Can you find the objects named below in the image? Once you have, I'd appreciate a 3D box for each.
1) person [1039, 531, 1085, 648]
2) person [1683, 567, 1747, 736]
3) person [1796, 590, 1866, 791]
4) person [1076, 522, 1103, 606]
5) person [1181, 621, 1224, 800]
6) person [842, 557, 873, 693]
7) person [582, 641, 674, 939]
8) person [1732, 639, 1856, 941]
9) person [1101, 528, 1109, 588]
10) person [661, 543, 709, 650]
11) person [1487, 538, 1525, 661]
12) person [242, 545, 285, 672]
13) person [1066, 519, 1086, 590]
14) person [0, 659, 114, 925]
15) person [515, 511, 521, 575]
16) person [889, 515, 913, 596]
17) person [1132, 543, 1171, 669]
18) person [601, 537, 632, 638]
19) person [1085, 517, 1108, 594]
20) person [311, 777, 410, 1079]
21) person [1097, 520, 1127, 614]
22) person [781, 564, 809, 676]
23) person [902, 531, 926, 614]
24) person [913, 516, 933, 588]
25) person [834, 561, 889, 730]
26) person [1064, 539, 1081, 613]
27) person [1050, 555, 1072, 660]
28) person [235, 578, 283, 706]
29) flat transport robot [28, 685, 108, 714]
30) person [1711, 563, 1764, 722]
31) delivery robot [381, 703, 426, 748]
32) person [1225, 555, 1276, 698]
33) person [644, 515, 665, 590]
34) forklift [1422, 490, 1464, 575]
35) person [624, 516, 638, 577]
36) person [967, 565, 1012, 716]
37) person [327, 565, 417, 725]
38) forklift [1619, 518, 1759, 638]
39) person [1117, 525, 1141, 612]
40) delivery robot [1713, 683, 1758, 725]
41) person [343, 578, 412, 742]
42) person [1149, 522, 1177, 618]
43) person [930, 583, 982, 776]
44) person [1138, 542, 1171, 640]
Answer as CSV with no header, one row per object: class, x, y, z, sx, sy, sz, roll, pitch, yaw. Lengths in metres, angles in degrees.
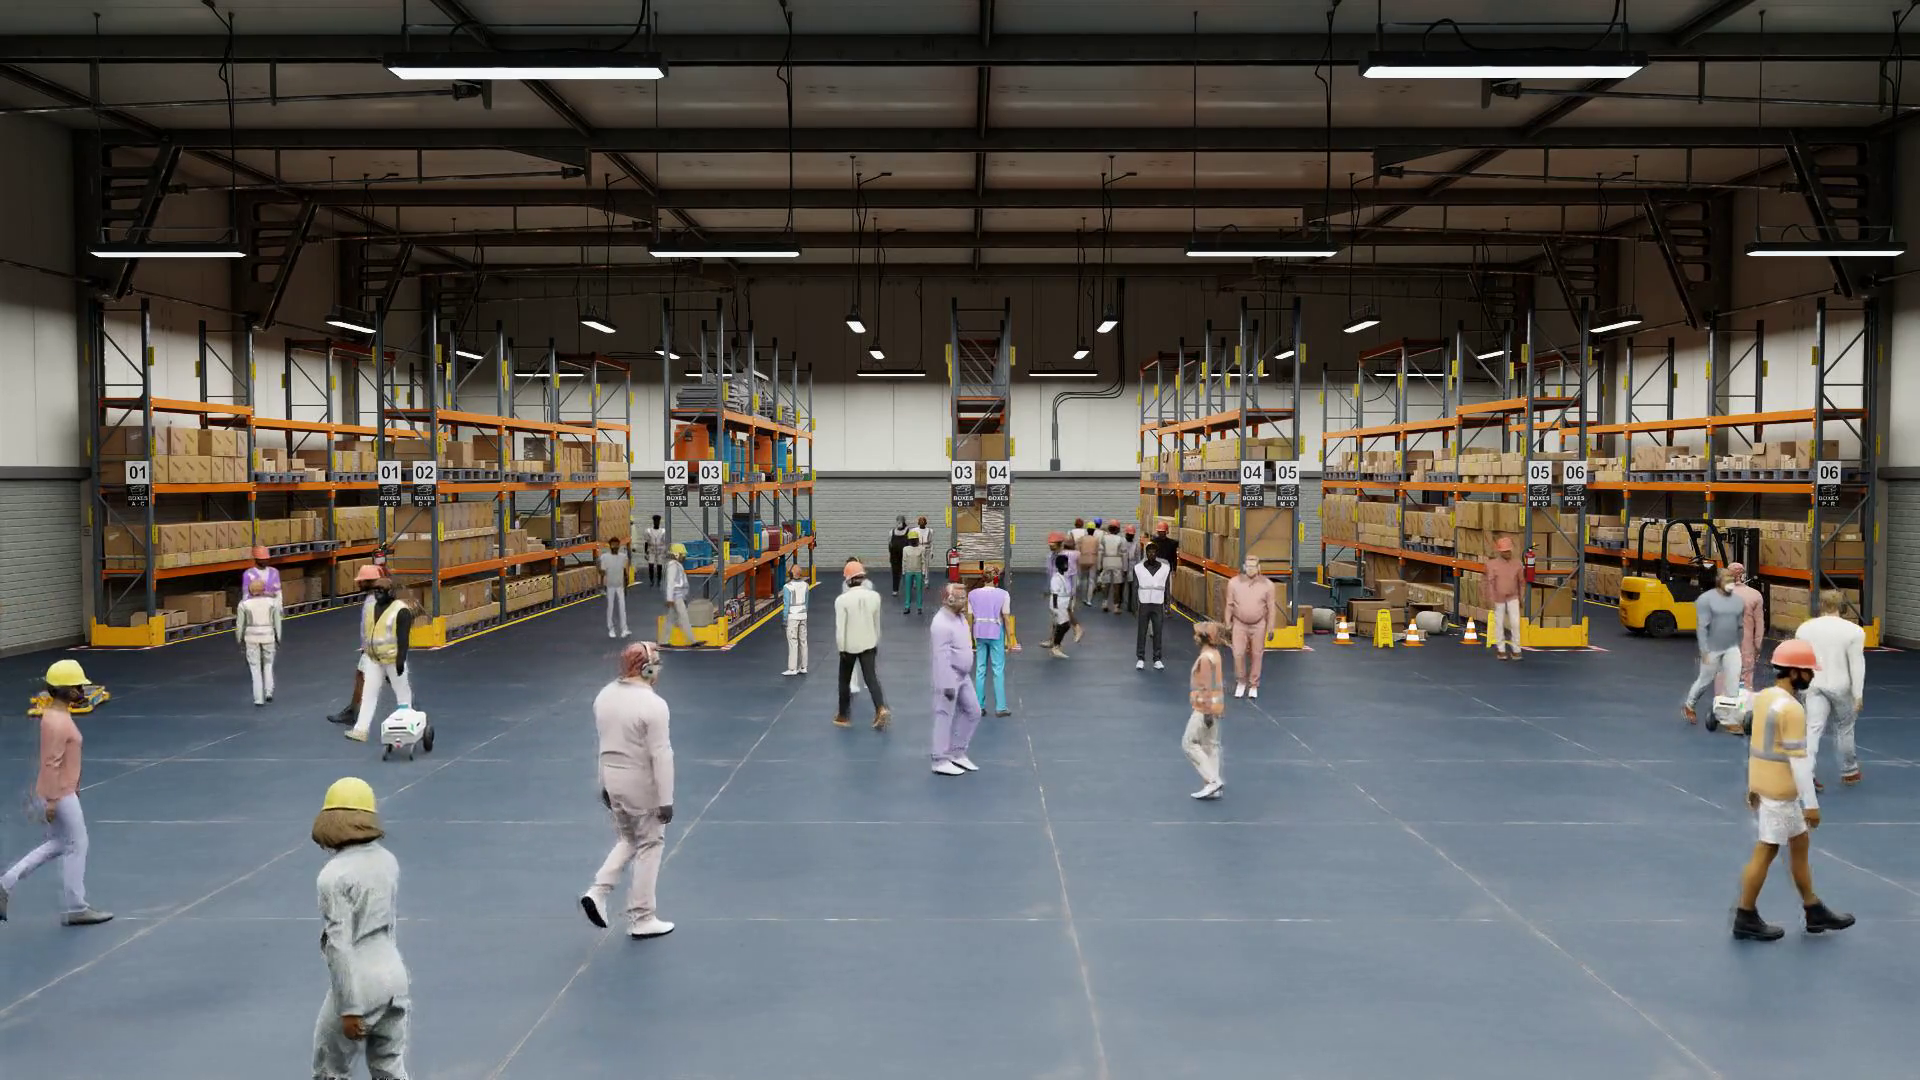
person,1.781,0.836,27.820,0.928,2.012,0.619,-1,3,-32
person,8.739,1.252,18.645,0.641,1.914,0.910,0,2,-6
person,8.151,1.405,15.144,1.063,1.880,0.632,-2,3,-41
person,2.956,0.544,36.698,0.609,1.872,0.962,0,2,10
person,2.210,1.546,14.639,0.372,1.627,0.519,1,2,22
person,-1.398,1.145,21.904,0.545,1.852,0.446,1,3,32
person,-2.084,1.589,10.269,0.665,1.889,0.506,2,3,40
person,5.329,1.583,10.225,0.883,1.900,0.584,0,2,10
person,3.769,0.472,42.233,0.511,1.588,0.881,1,2,20
person,-4.639,0.960,27.161,0.884,1.794,0.624,0,2,-3
person,8.673,0.947,25.594,0.609,1.941,0.934,0,2,9
person,-10.623,1.019,24.476,0.828,1.908,0.547,2,3,38
person,3.034,0.367,41.639,0.608,1.829,0.968,0,2,0
person,-5.951,1.649,10.536,0.654,1.744,0.524,-1,3,-32
person,-12.472,0.163,45.542,0.372,1.940,0.627,1,3,25
person,-1.426,0.363,39.785,0.683,2.000,0.966,0,2,11
person,2.922,1.002,24.696,0.595,1.915,0.371,0,2,-1
person,-6.193,0.869,29.073,0.563,1.822,0.932,-1,3,-28
person,3.387,0.386,40.163,0.617,1.926,0.442,0,2,9
person,-2.397,1.826,6.539,0.527,1.700,0.499,1,2,19
person,3.242,0.573,34.418,0.655,2.008,0.567,1,2,15
person,-2.420,1.175,23.778,0.308,1.641,0.514,2,3,36
person,-0.982,0.689,34.462,0.522,1.769,0.311,0,2,6
person,-0.985,0.320,42.260,0.585,1.882,0.337,0,2,-3
person,-1.155,1.218,18.787,0.614,1.962,0.929,-1,3,-28
person,2.349,0.770,34.737,0.507,1.572,0.907,0,2,-4
person,1.625,1.075,25.818,0.373,1.684,0.535,1,2,17
person,-9.005,1.301,20.711,0.551,1.618,0.537,-2,3,-34
flat transport robot,-11.235,2.006,20.368,0.652,0.197,1.431,-1,2,-19
person,9.235,1.223,19.265,0.644,1.907,0.399,1,3,30
delivery robot,-5.846,1.954,16.980,0.477,0.478,0.707,0,2,-8
person,3.820,1.150,21.264,0.679,1.885,0.616,1,2,13
person,-7.817,0.320,41.584,0.619,1.943,0.600,0,2,-11
forklift,13.926,-0.371,47.846,1.873,2.768,1.129,0,2,0
person,-9.618,0.173,46.833,0.546,1.809,0.596,0,2,-9
person,0.361,1.231,19.789,0.563,1.847,0.388,1,2,23
person,-6.970,1.236,19.240,1.009,1.889,0.566,-1,2,-24
forklift,13.417,0.684,29.791,2.313,2.155,1.214,0,2,0
person,3.647,0.608,35.288,0.565,1.895,0.969,0,2,0
delivery robot,8.974,1.887,18.630,0.477,0.478,0.707,2,4,43
person,-6.392,1.328,17.820,0.646,1.802,0.933,1,2,24
person,4.197,0.617,33.466,0.623,1.989,0.391,0,2,1
person,-0.015,1.365,15.845,0.546,1.888,0.681,1,2,22
person,3.433,0.918,28.584,0.591,1.781,0.968,0,2,11
